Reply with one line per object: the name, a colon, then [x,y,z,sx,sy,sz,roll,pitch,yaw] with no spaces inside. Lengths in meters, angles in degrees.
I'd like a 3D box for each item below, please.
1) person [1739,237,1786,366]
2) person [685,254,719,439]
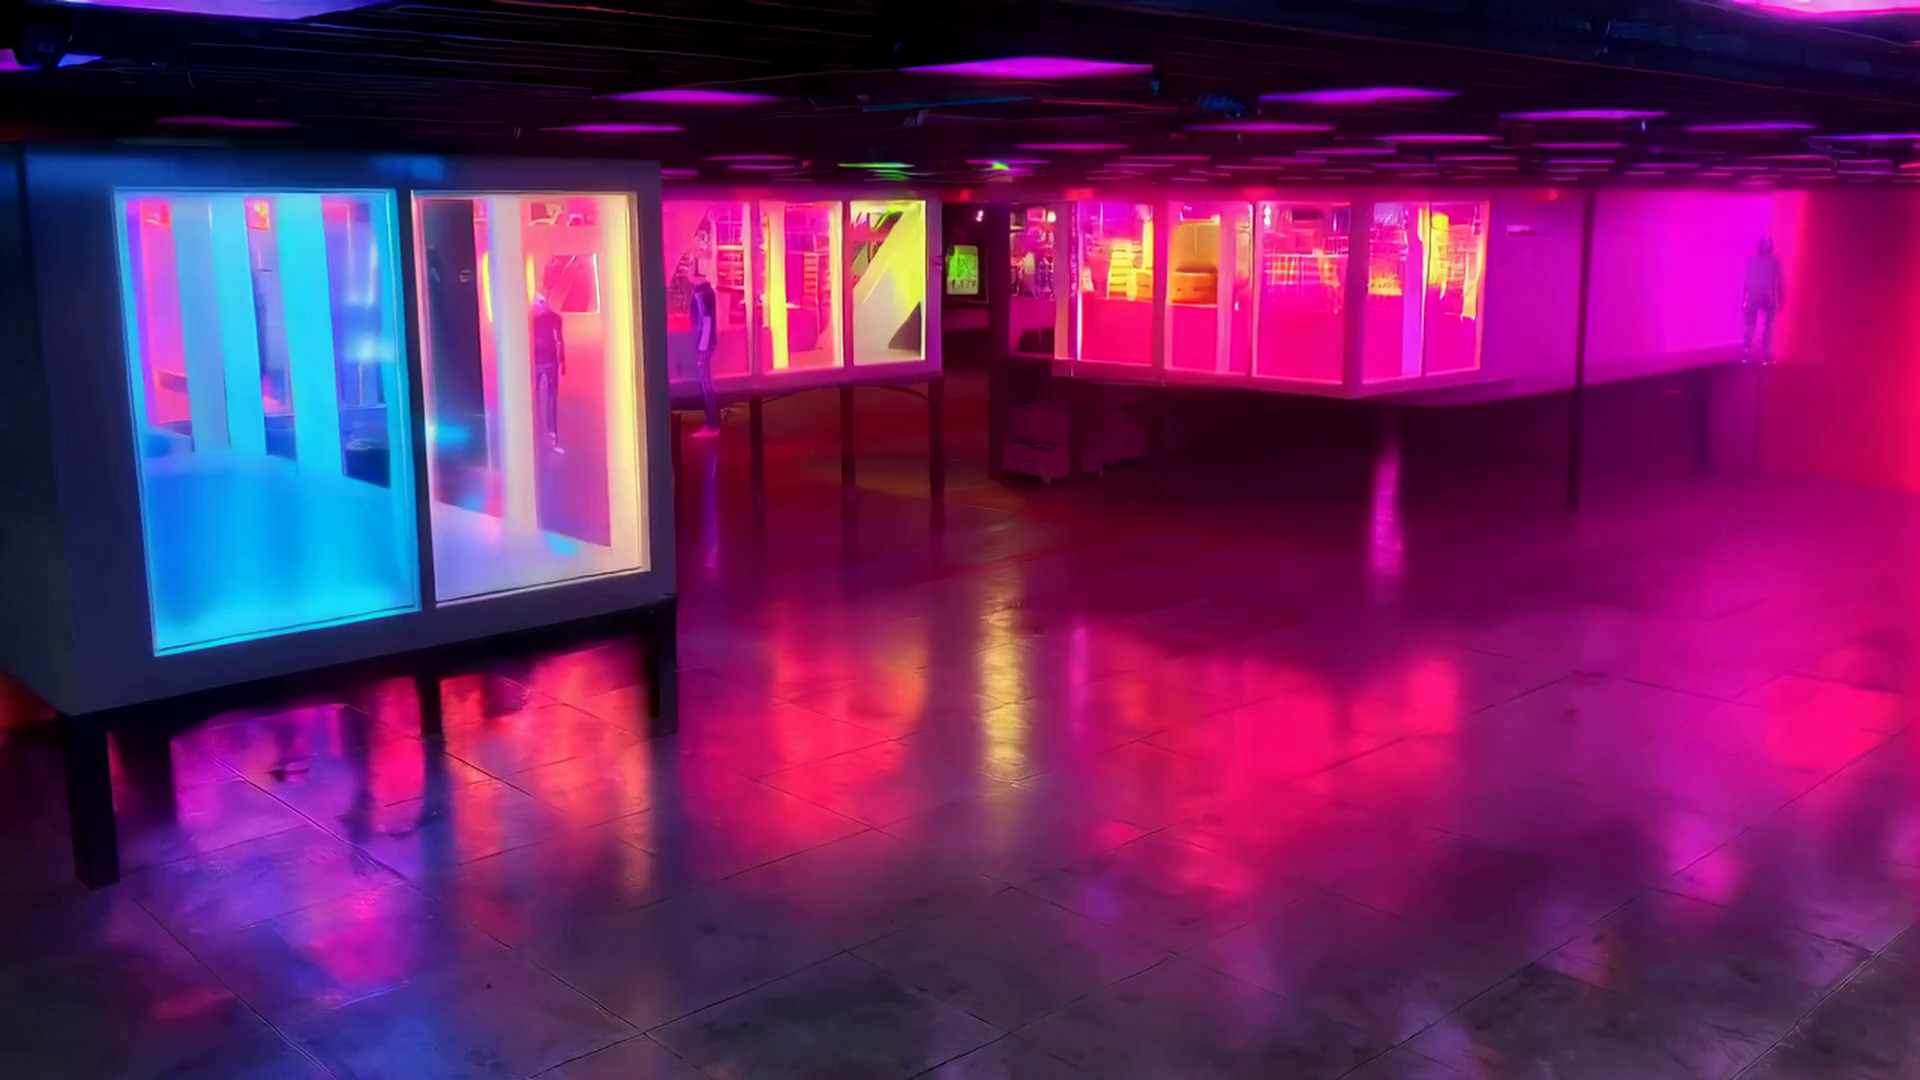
person: [11.929,-3.546,24.743,0.639,1.902,0.407,10,15,42]
person: [-2.618,-1.955,16.858,0.311,1.869,0.532,-1,11,-5]
